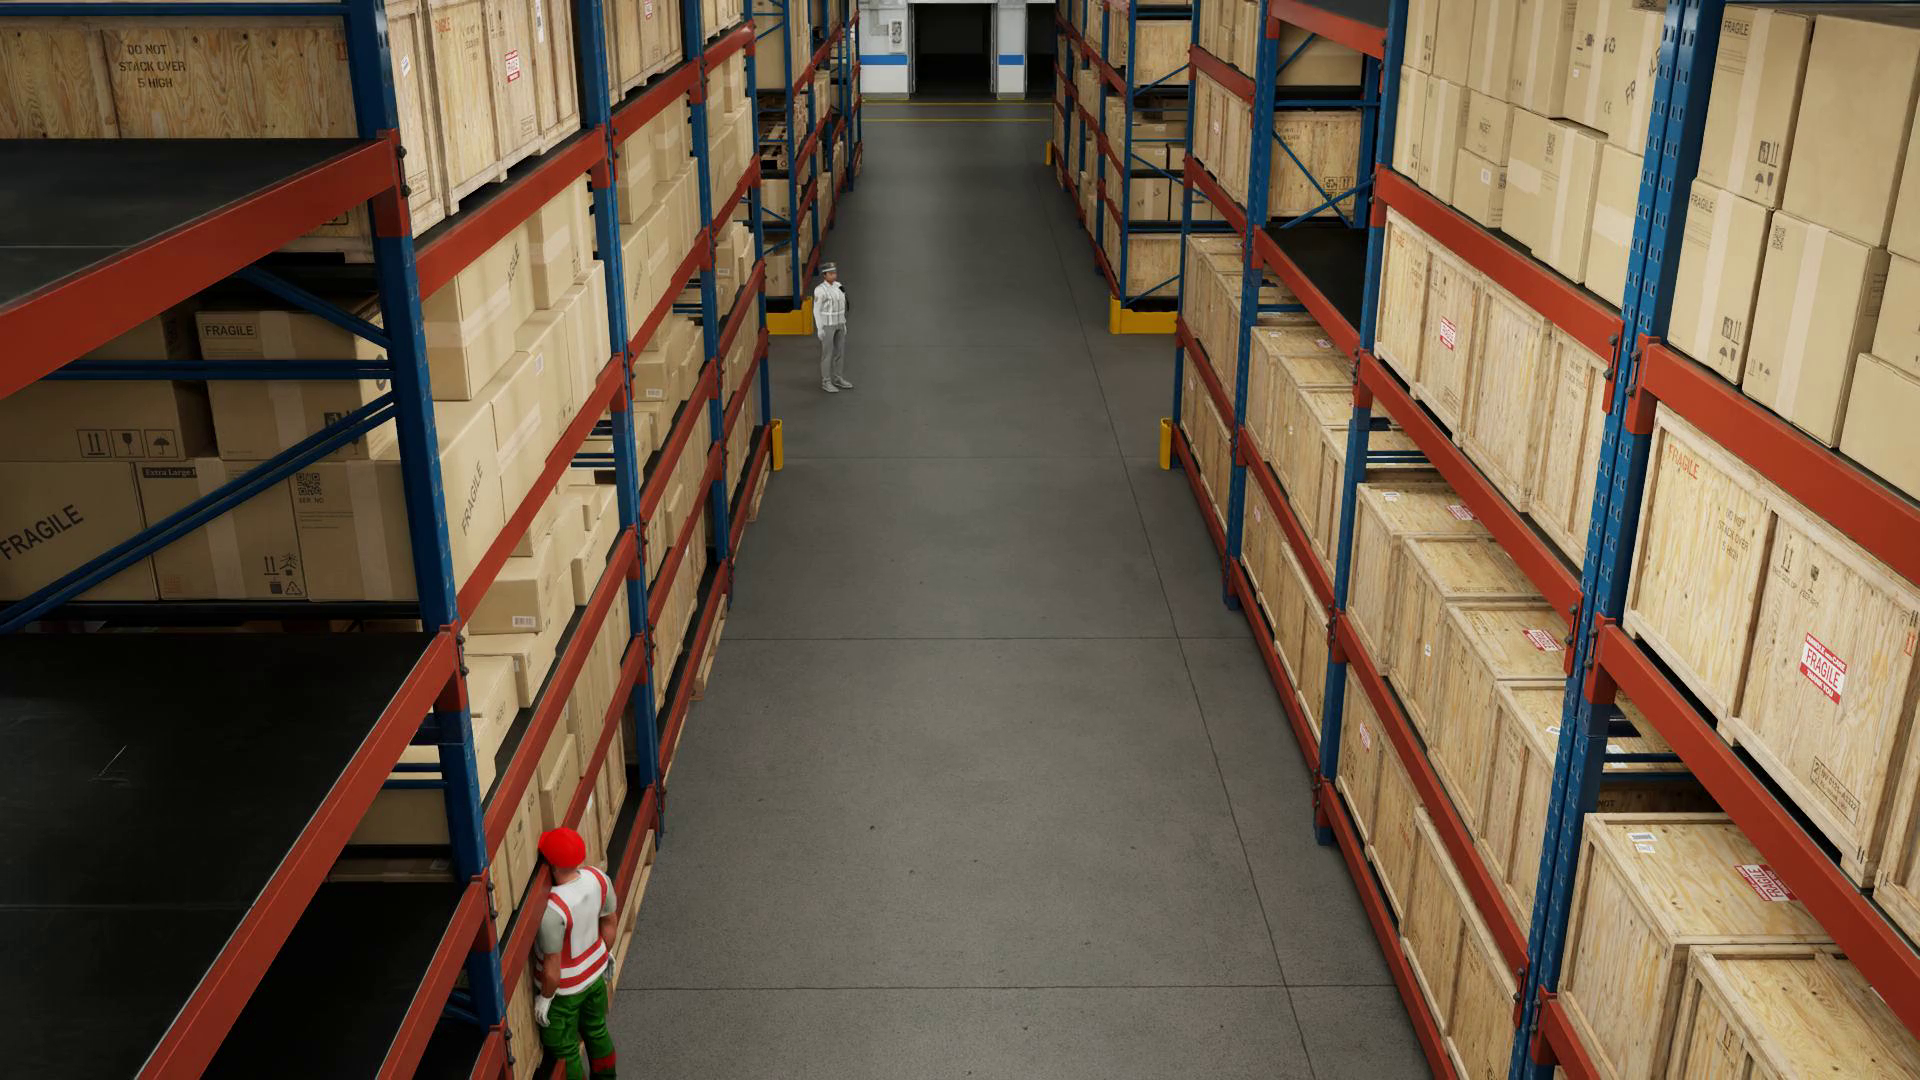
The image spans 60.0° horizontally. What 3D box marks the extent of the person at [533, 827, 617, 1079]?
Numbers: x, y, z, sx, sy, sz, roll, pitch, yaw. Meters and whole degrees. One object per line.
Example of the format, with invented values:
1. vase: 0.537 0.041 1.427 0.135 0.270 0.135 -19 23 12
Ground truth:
1. person: -2.048 2.278 8.699 0.386 1.794 0.546 11 24 26

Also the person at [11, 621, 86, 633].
1. person: -6.678 0.898 12.150 0.630 1.775 0.485 -8 23 -19

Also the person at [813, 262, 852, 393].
1. person: -1.659 -2.796 21.713 0.375 1.686 0.468 19 28 39
